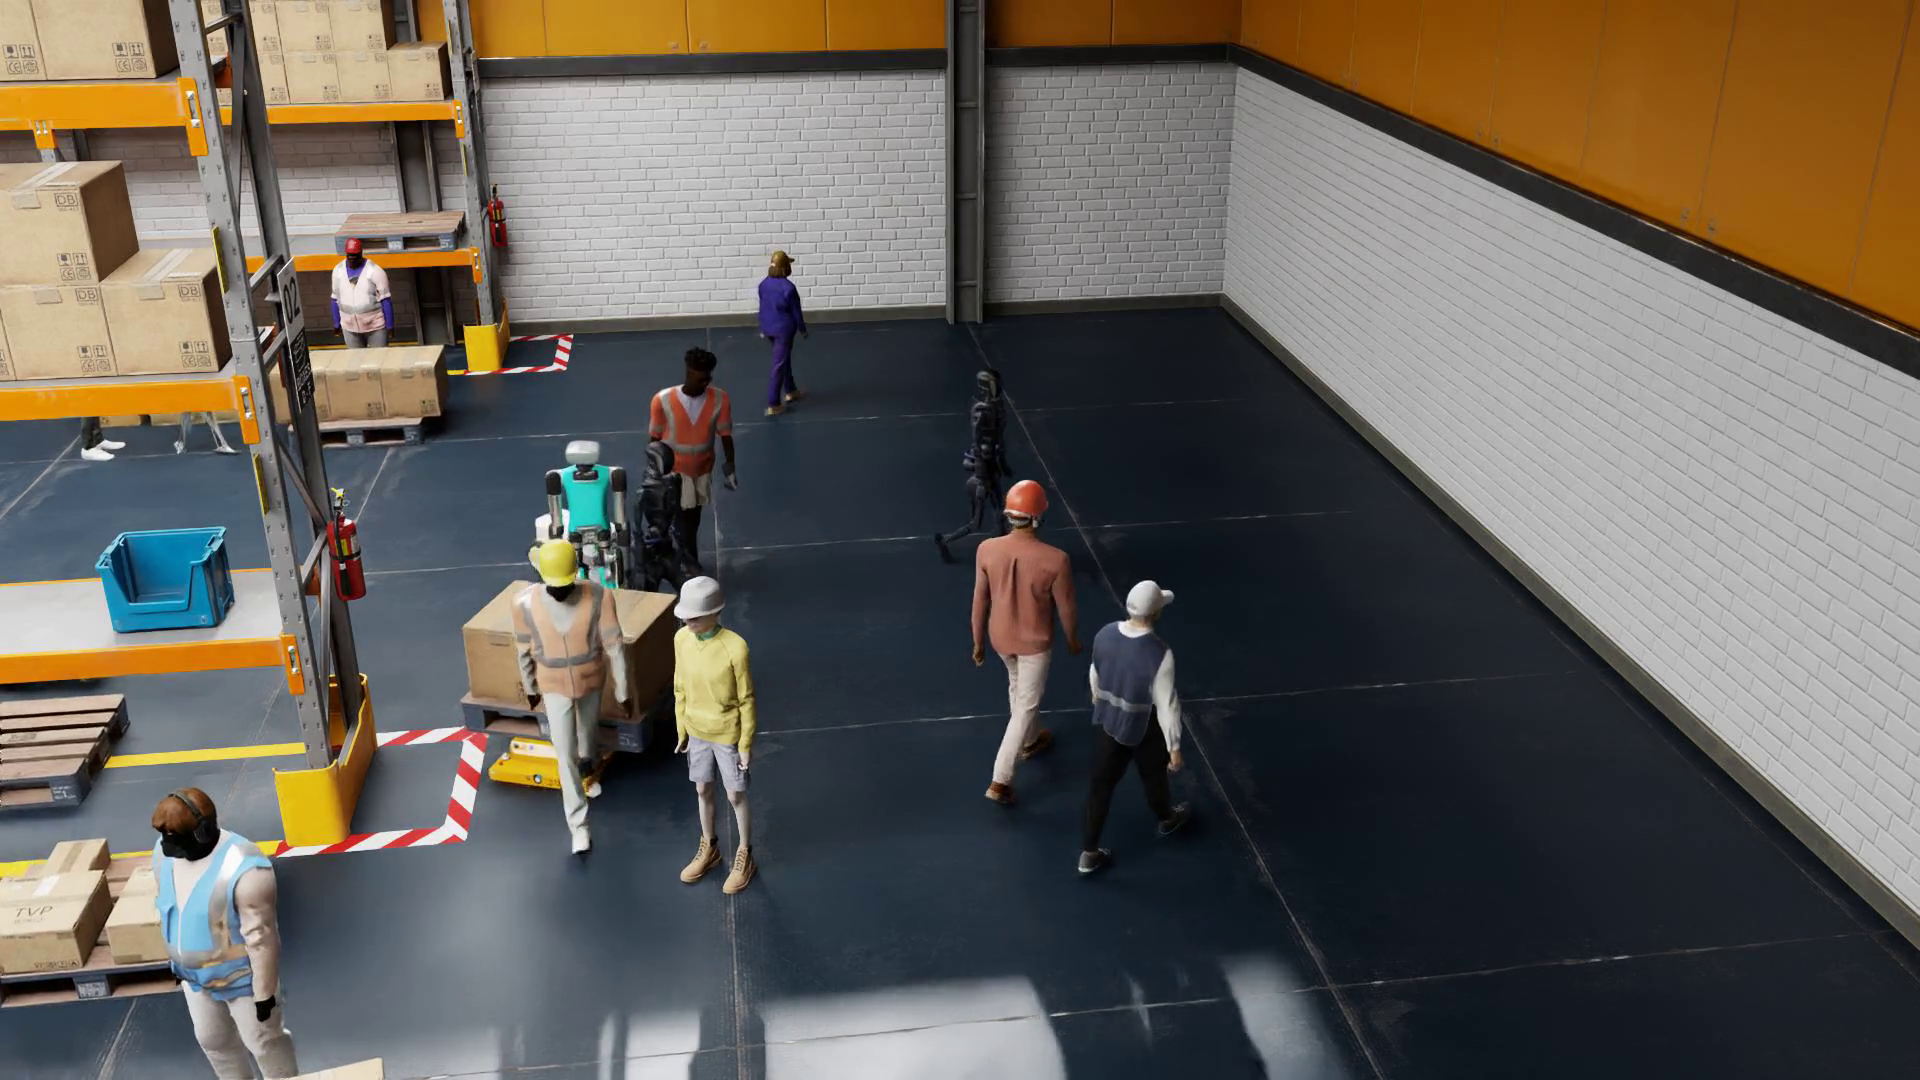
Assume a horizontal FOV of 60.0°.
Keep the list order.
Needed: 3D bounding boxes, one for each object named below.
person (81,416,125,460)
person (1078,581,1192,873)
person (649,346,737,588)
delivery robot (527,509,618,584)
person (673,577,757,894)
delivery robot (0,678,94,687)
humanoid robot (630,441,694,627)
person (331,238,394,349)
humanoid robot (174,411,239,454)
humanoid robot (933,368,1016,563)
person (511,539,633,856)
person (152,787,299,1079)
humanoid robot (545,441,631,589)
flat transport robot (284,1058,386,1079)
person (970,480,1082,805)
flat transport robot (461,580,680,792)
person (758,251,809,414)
[{"bbox_3d":[-7.993,-1.650,15.187,0.331,1.858,0.530,-5,24,-11],"label":"person"},{"bbox_3d":[0.982,1.004,9.312,0.772,1.706,0.940,20,31,38],"label":"person"},{"bbox_3d":[-2.003,-0.539,12.574,0.631,1.907,0.866,-12,26,-25],"label":"person"},{"bbox_3d":[-2.987,0.014,13.025,0.803,0.608,0.499,15,28,30],"label":"delivery robot"},{"bbox_3d":[-1.328,1.042,9.010,0.485,1.887,0.400,10,26,22],"label":"person"},{"bbox_3d":[-6.331,0.693,11.486,0.792,0.614,0.499,0,24,1],"label":"delivery robot"},{"bbox_3d":[-2.054,0.109,11.400,0.481,1.640,0.616,10,26,22],"label":"humanoid robot"},{"bbox_3d":[-5.881,-2.121,16.396,0.610,1.748,0.418,0,24,0],"label":"person"},{"bbox_3d":[-7.061,-1.563,15.222,0.817,1.863,0.546,8,25,18],"label":"humanoid robot"},{"bbox_3d":[0.144,-0.570,12.970,0.671,1.640,0.603,9,25,20],"label":"humanoid robot"},{"bbox_3d":[-2.222,0.819,9.561,0.594,1.862,0.985,-6,24,-14],"label":"person"},{"bbox_3d":[-3.173,1.867,7.208,0.628,1.834,0.429,10,26,22],"label":"person"},{"bbox_3d":[-2.410,0.289,10.943,0.536,1.799,0.755,-5,24,-11],"label":"humanoid robot"},{"bbox_3d":[-2.671,2.980,6.607,1.431,0.231,0.659,13,27,27],"label":"flat transport robot"},{"bbox_3d":[0.358,0.595,9.951,0.604,1.956,0.957,14,27,29],"label":"person"},{"bbox_3d":[-2.415,1.156,10.763,0.659,0.231,1.431,5,24,12],"label":"flat transport robot"},{"bbox_3d":[-1.709,-2.075,16.468,0.450,1.597,0.736,20,31,38],"label":"person"}]
